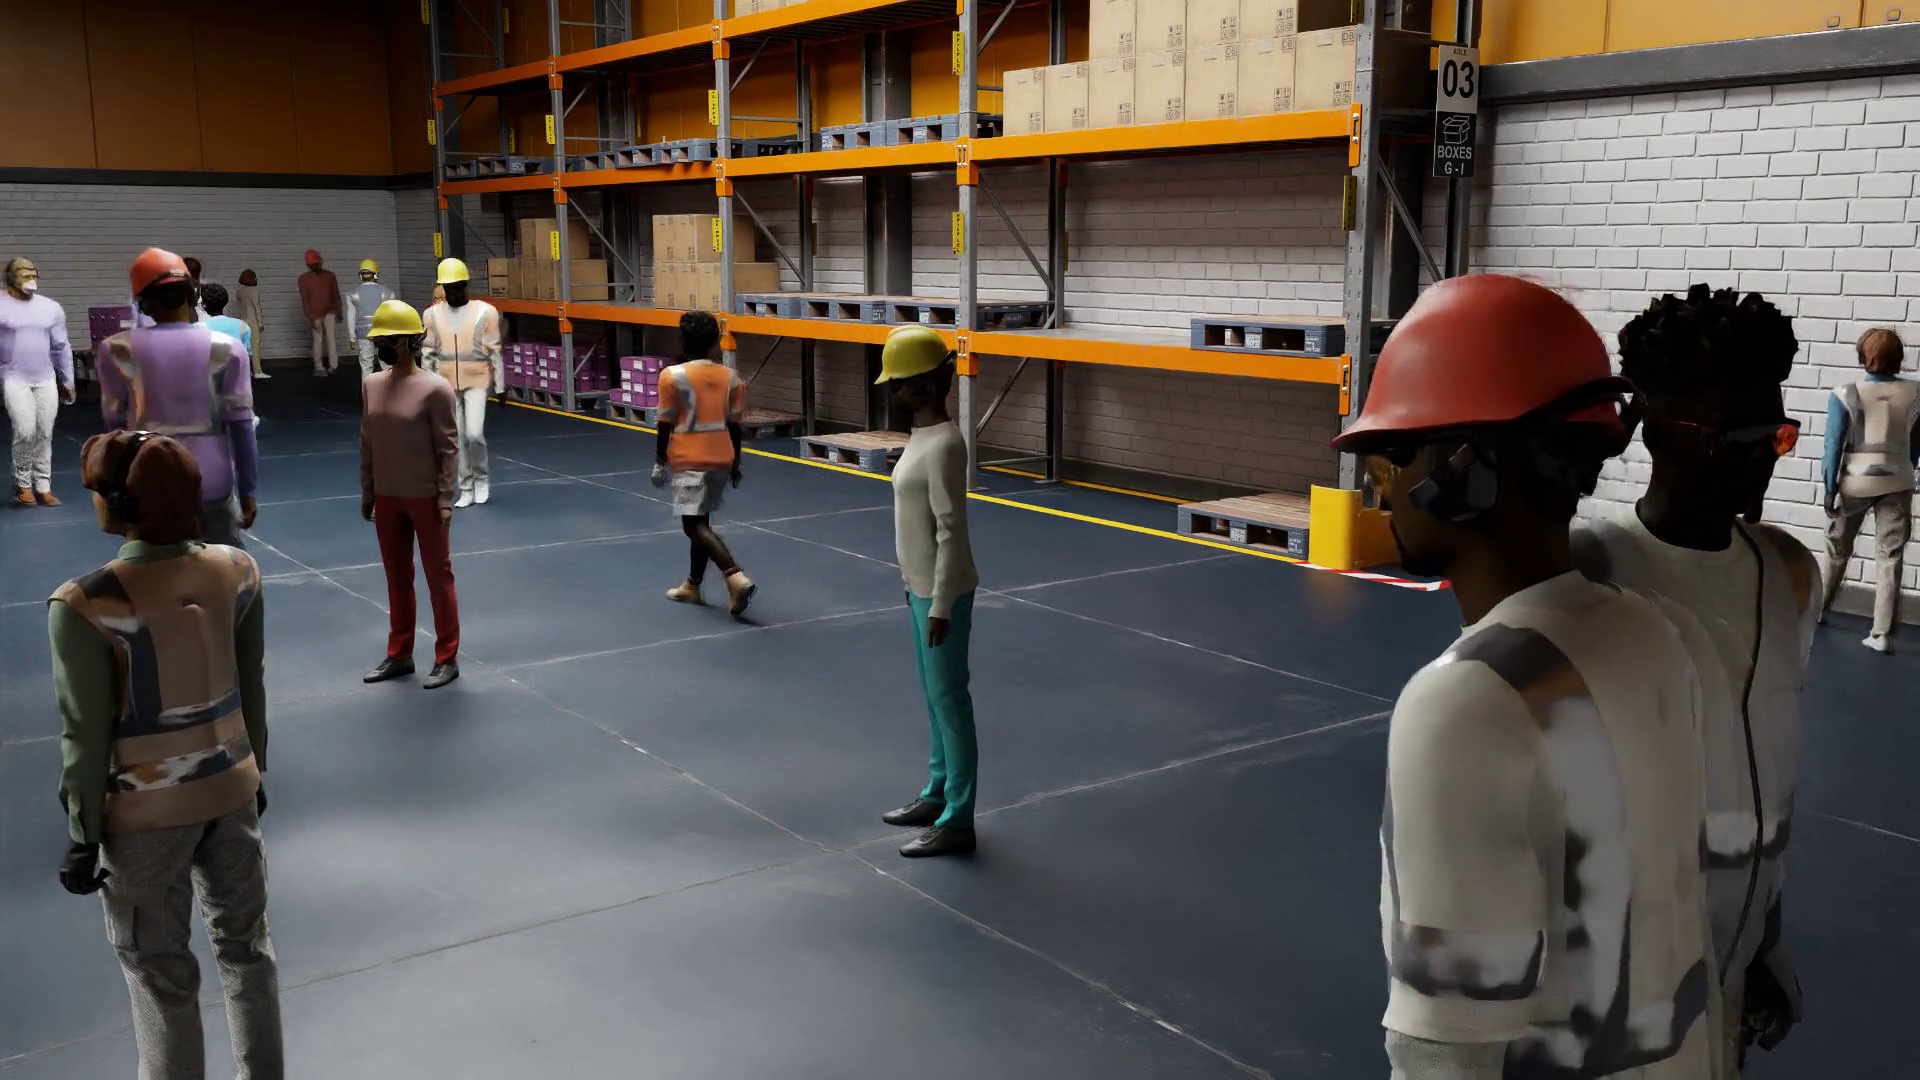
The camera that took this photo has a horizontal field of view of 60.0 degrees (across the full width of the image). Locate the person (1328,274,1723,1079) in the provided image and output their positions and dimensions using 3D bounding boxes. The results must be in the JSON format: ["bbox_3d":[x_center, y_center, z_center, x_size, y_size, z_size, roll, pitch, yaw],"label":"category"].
[{"bbox_3d":[0.733,0.723,1.785,0.956,2.001,0.645,7,12,36],"label":"person"}]

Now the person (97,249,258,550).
[{"bbox_3d":[-3.418,-0.269,7.329,0.598,1.990,0.975,-5,11,-25],"label":"person"}]

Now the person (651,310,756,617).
[{"bbox_3d":[-1.373,-0.420,9.083,0.783,1.670,0.530,9,13,40],"label":"person"}]

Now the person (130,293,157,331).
[{"bbox_3d":[-8.356,-2.031,17.495,0.569,1.878,1.001,1,10,6],"label":"person"}]

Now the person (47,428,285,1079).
[{"bbox_3d":[-1.681,0.578,3.561,0.307,1.645,0.521,4,11,22],"label":"person"}]

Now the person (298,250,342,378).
[{"bbox_3d":[-9.618,-3.398,25.075,0.644,1.923,0.863,-7,12,-33],"label":"person"}]

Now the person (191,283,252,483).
[{"bbox_3d":[-6.137,-1.282,13.846,0.319,1.699,0.537,9,13,40],"label":"person"}]

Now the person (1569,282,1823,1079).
[{"bbox_3d":[1.042,0.602,2.525,0.608,1.966,0.371,-5,11,-26],"label":"person"}]

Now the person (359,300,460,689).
[{"bbox_3d":[-2.520,-0.202,7.590,0.523,1.769,0.316,4,11,21],"label":"person"}]

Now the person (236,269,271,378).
[{"bbox_3d":[-10.642,-3.241,24.987,0.497,1.633,0.284,6,12,31],"label":"person"}]

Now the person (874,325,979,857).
[{"bbox_3d":[-0.109,0.171,5.528,0.337,1.759,0.524,-1,10,-8],"label":"person"}]

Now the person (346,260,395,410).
[{"bbox_3d":[-7.127,-2.485,20.218,0.586,1.823,0.403,-3,11,-19],"label":"person"}]

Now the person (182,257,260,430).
[{"bbox_3d":[-7.674,-1.923,16.899,0.894,1.892,0.595,-1,10,-3],"label":"person"}]

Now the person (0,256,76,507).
[{"bbox_3d":[-7.083,-1.187,12.685,0.453,1.919,0.646,7,12,35],"label":"person"}]

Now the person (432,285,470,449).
[{"bbox_3d":[-4.885,-1.632,16.006,0.289,1.626,0.498,2,10,14],"label":"person"}]

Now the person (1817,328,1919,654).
[{"bbox_3d":[4.597,-0.269,8.457,0.520,1.596,0.831,2,10,9],"label":"person"}]

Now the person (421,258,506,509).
[{"bbox_3d":[-3.799,-1.184,12.675,0.623,1.907,0.433,1,10,4],"label":"person"}]
